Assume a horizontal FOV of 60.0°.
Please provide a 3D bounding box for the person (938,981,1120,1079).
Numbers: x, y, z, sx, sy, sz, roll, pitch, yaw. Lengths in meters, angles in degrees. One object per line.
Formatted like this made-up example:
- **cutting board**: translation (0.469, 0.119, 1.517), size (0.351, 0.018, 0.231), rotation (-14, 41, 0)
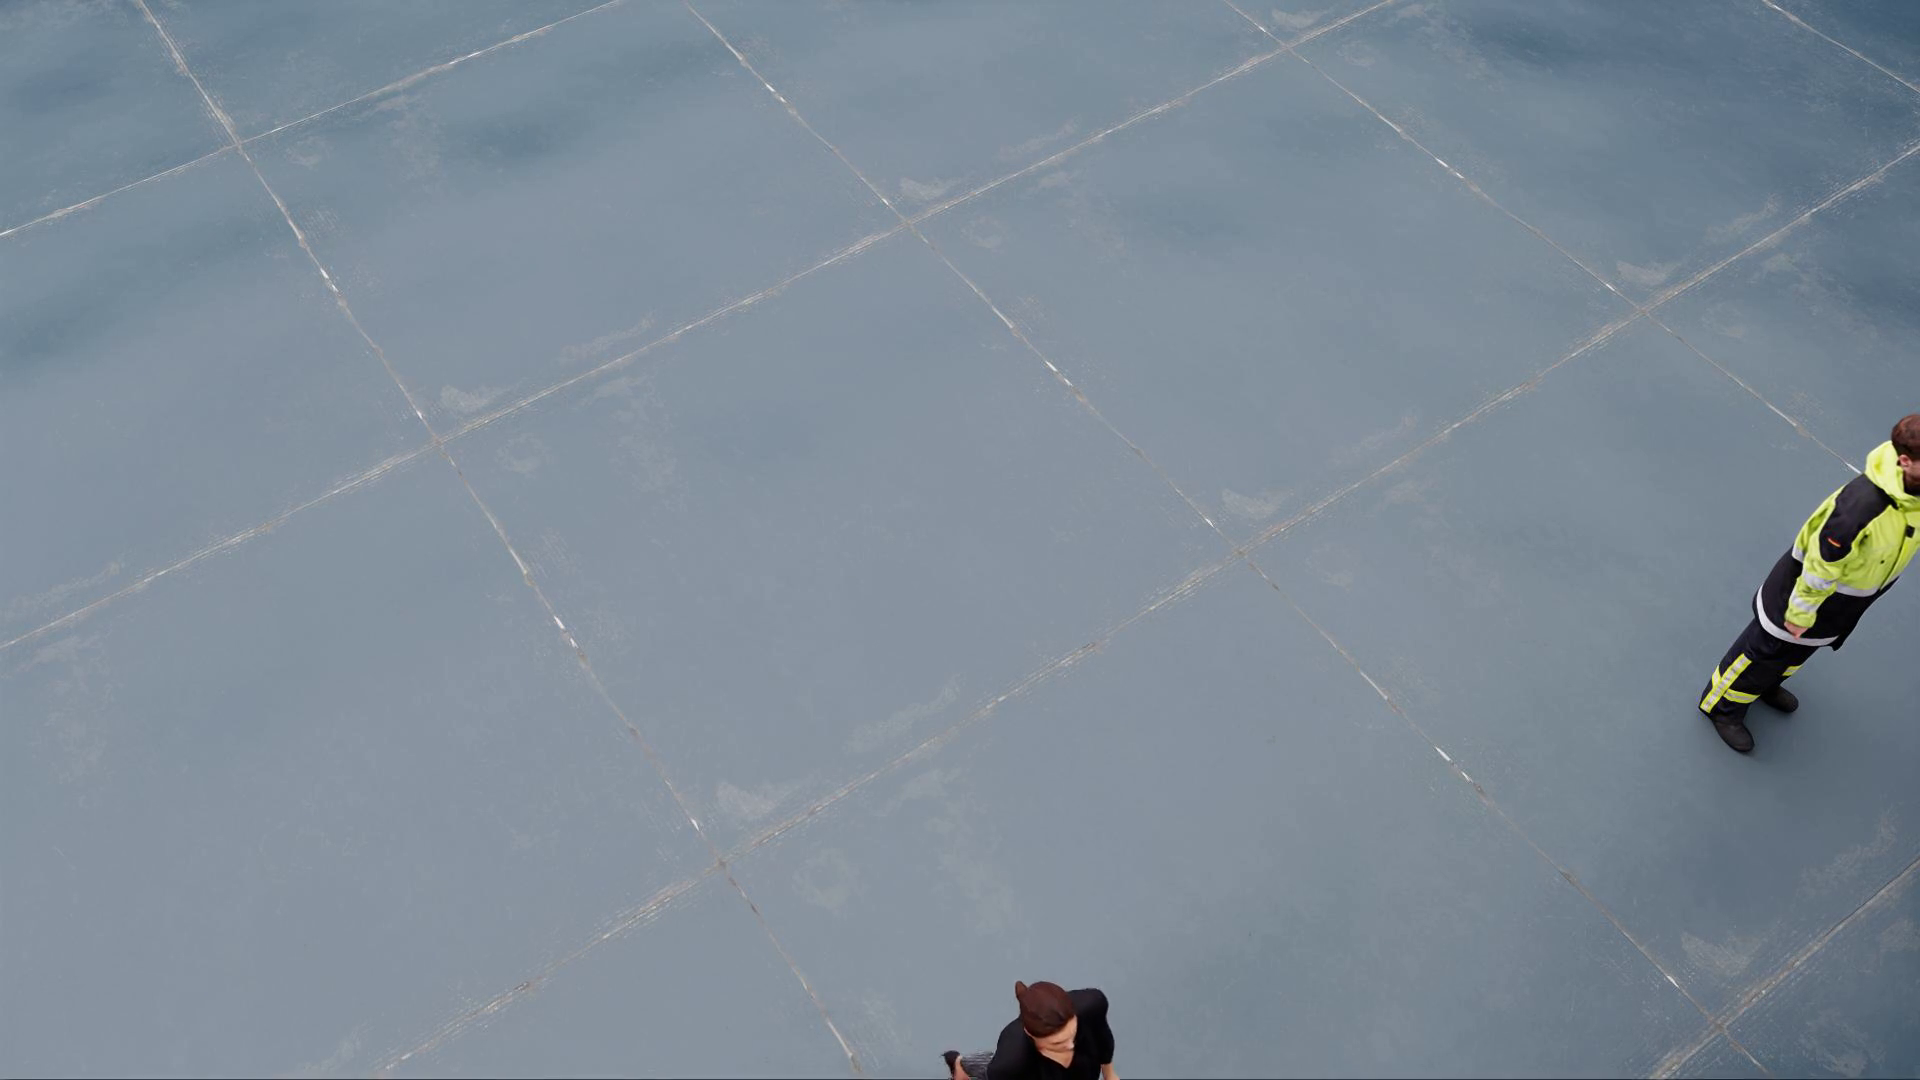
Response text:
- **person**: translation (0.219, 1.870, 5.904), size (1.156, 1.676, 0.771), rotation (38, 61, 26)

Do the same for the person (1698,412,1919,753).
- **person**: translation (3.675, 0.162, 7.033), size (0.755, 1.983, 0.614), rotation (-30, 58, -21)
